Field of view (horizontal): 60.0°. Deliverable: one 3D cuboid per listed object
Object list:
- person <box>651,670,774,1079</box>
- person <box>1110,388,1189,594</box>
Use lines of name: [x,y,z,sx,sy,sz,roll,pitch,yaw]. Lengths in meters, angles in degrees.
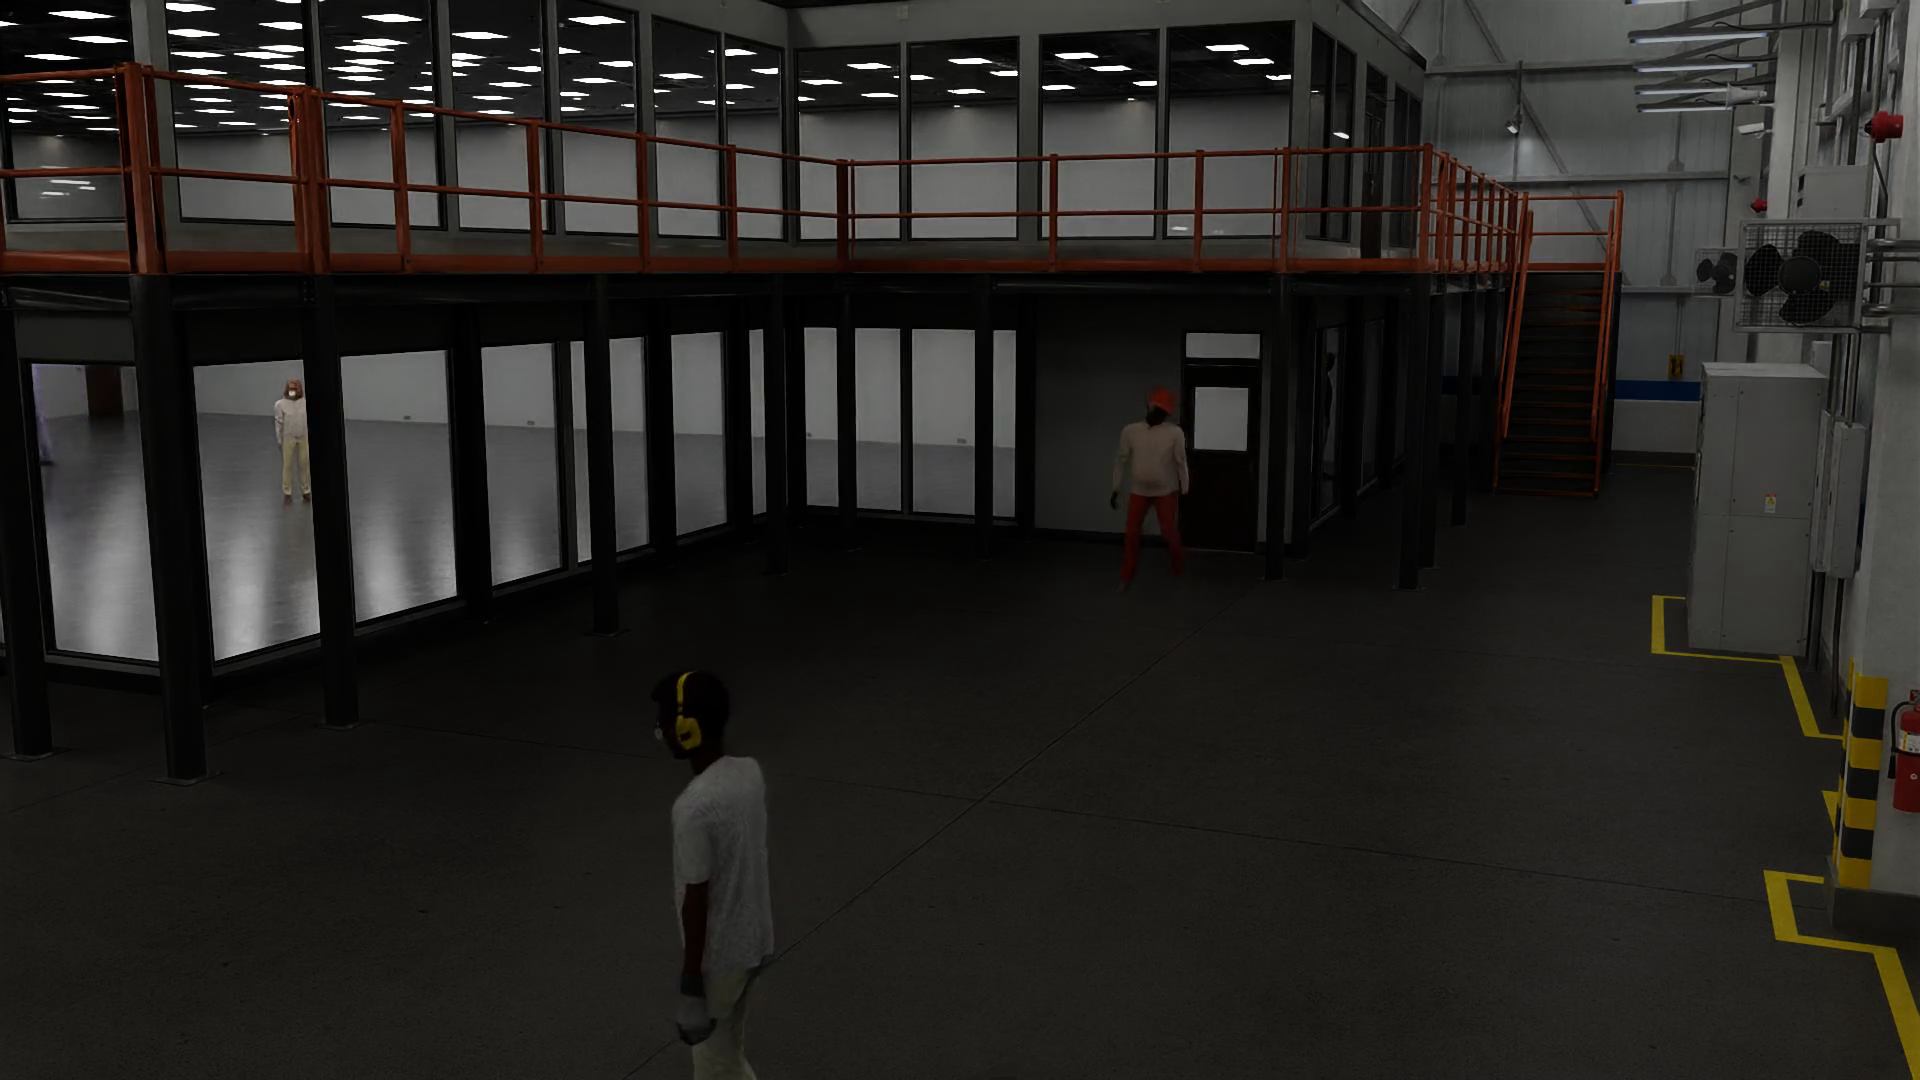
person: [-0.746,1.311,5.186,0.413,1.851,0.537,3,10,15]
person: [1.810,-0.475,15.859,0.742,1.967,0.605,3,10,16]
